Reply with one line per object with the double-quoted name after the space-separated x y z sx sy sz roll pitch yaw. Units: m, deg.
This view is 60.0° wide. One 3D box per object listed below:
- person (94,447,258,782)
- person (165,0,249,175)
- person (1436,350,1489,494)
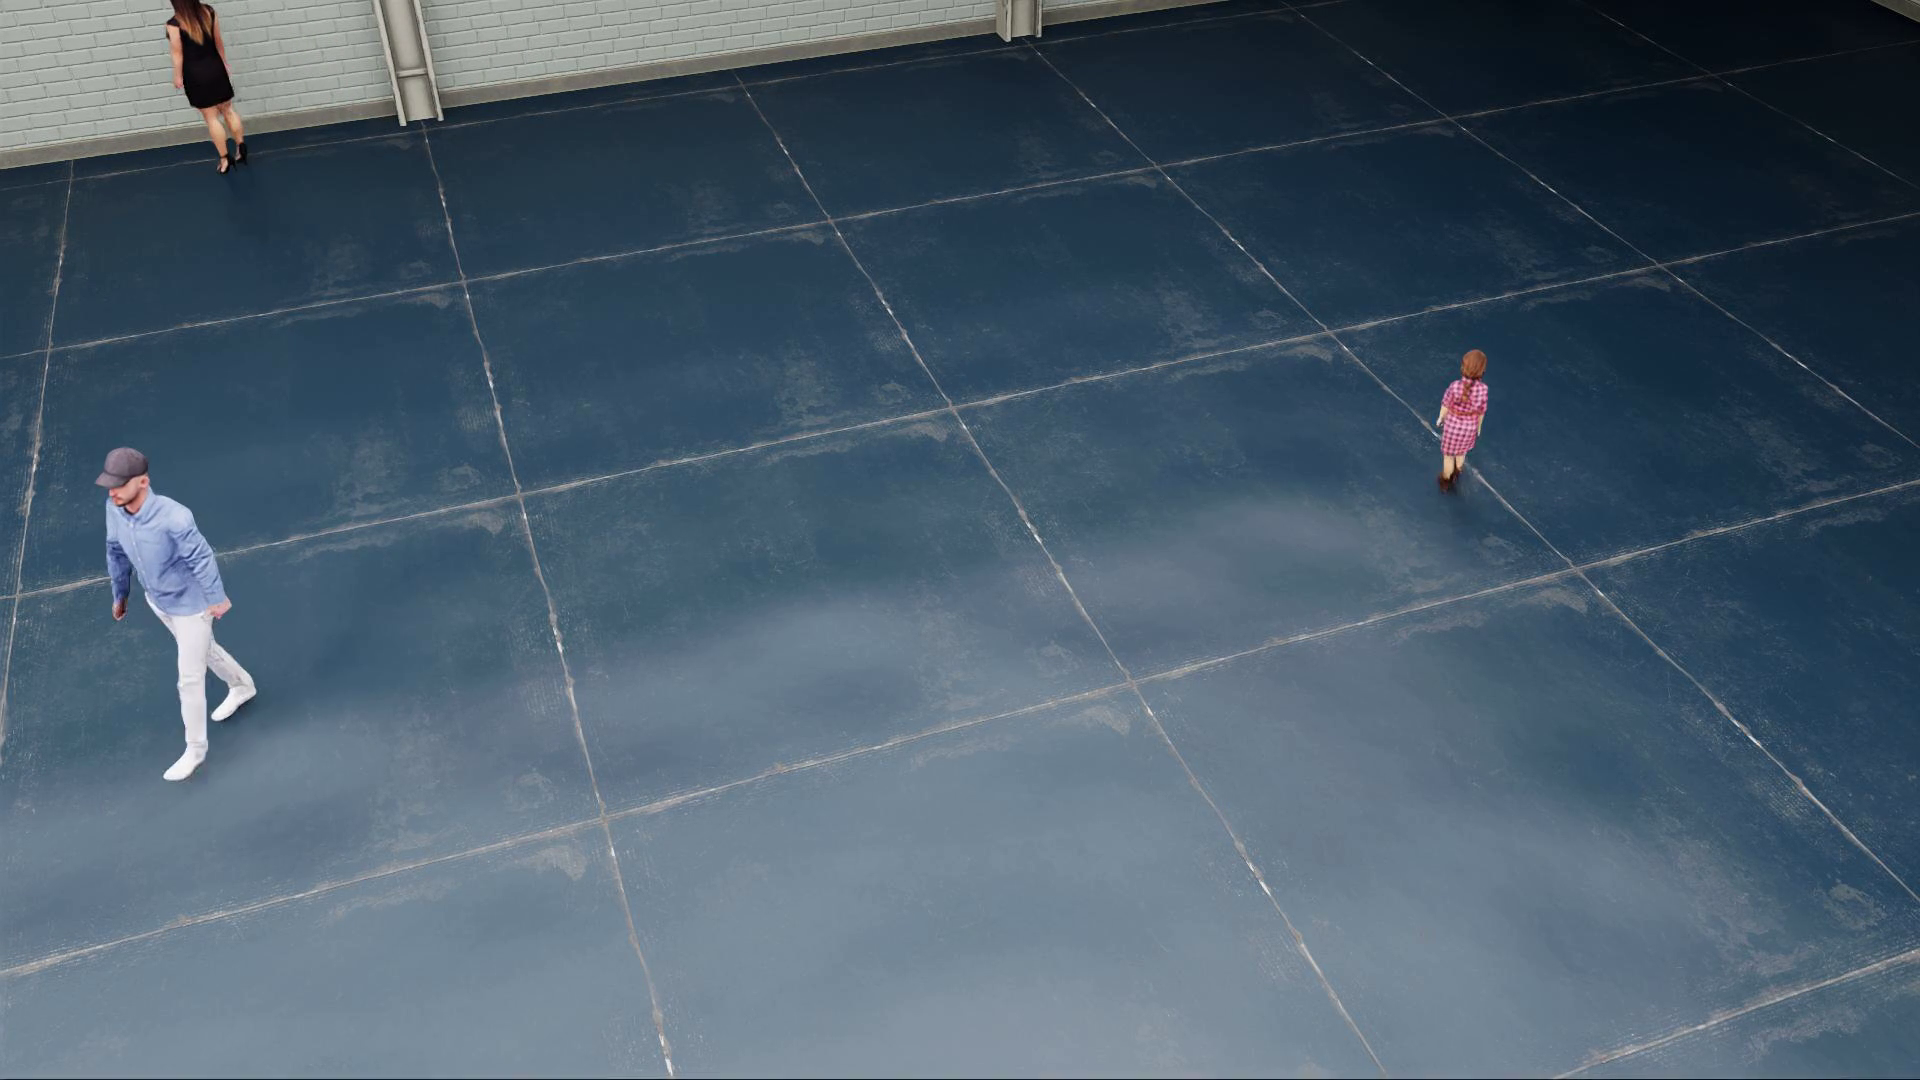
-4.002 0.245 8.642 1.055 1.855 1.125 18 42 22 "person"
-6.379 -3.934 14.096 0.811 1.718 0.746 17 41 21 "person"
3.183 -0.729 10.568 0.468 1.016 0.547 1 38 2 "person"
